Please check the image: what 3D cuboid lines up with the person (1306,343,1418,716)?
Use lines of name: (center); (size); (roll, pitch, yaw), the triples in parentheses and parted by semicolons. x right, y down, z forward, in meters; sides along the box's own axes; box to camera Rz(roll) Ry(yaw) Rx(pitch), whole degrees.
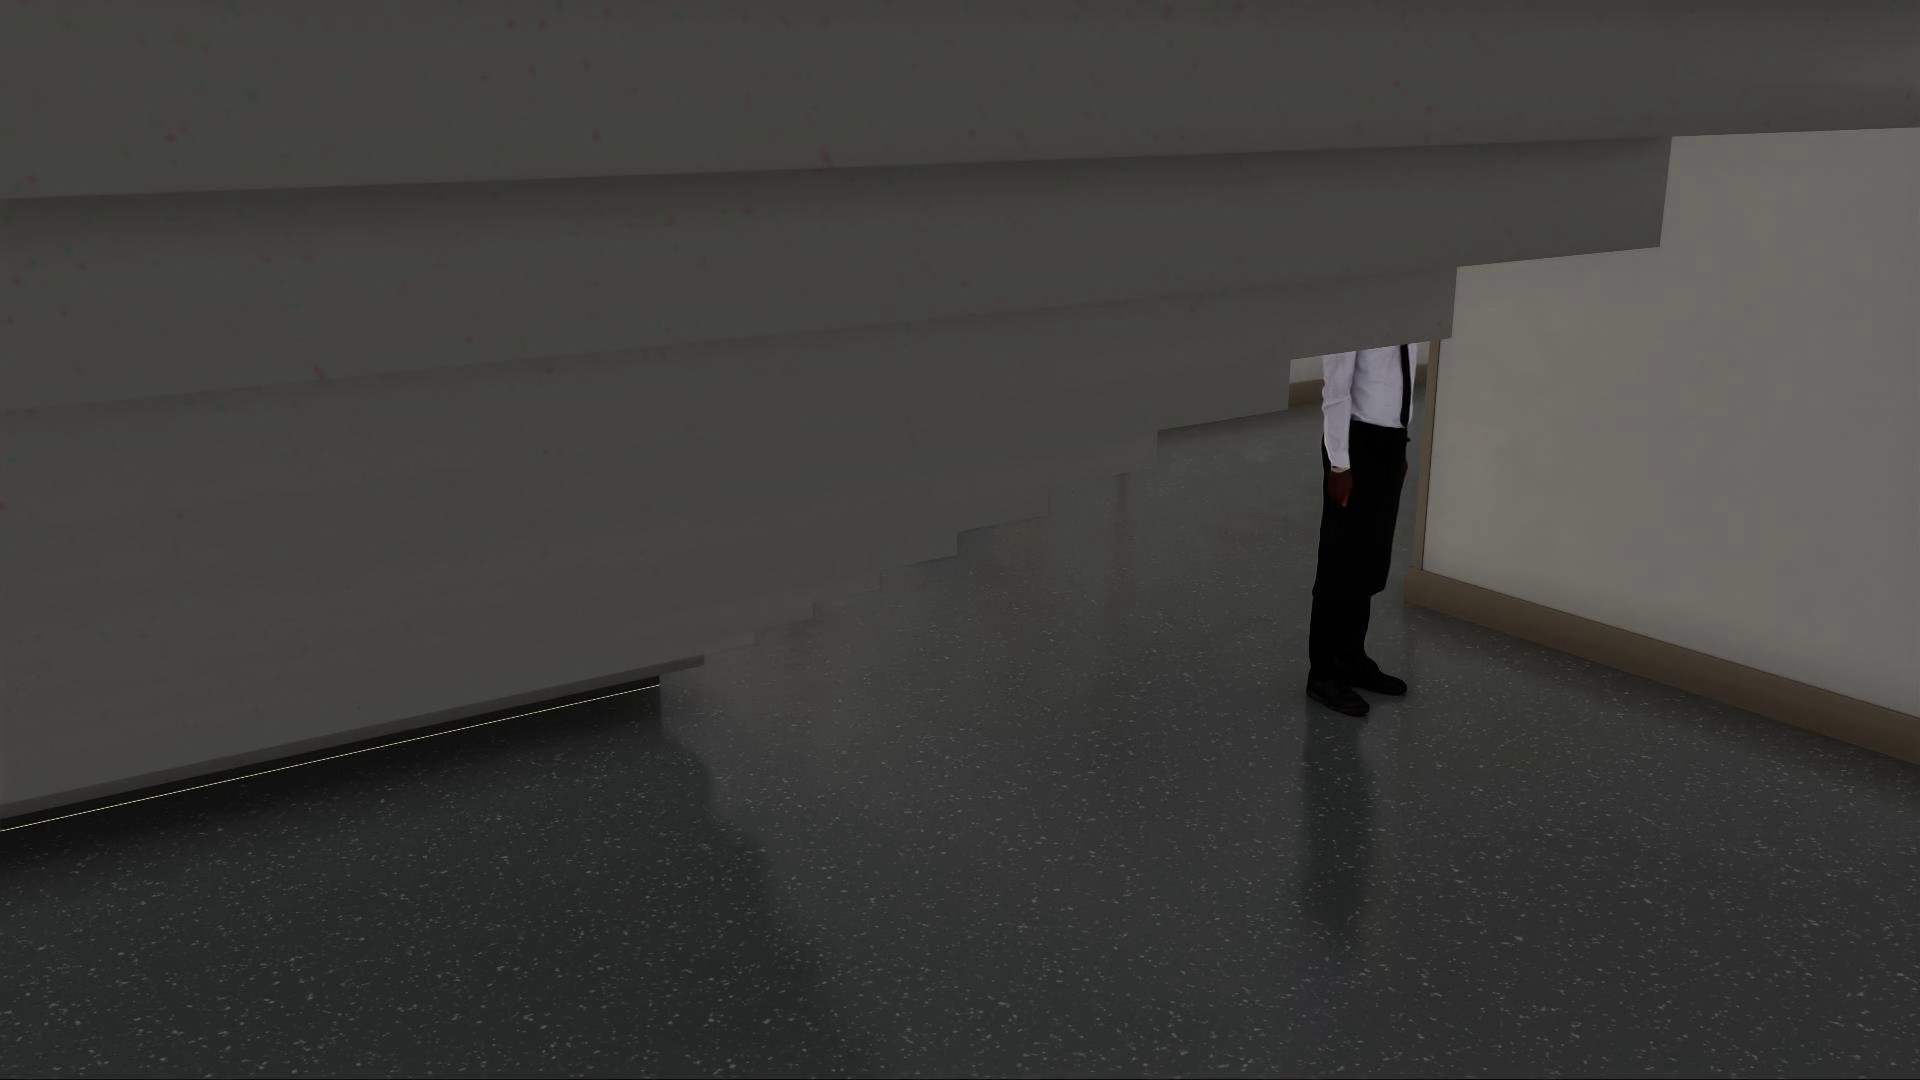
person: (1.473, -0.305, 6.073); (0.609, 1.836, 0.686); (14, 21, 40)
